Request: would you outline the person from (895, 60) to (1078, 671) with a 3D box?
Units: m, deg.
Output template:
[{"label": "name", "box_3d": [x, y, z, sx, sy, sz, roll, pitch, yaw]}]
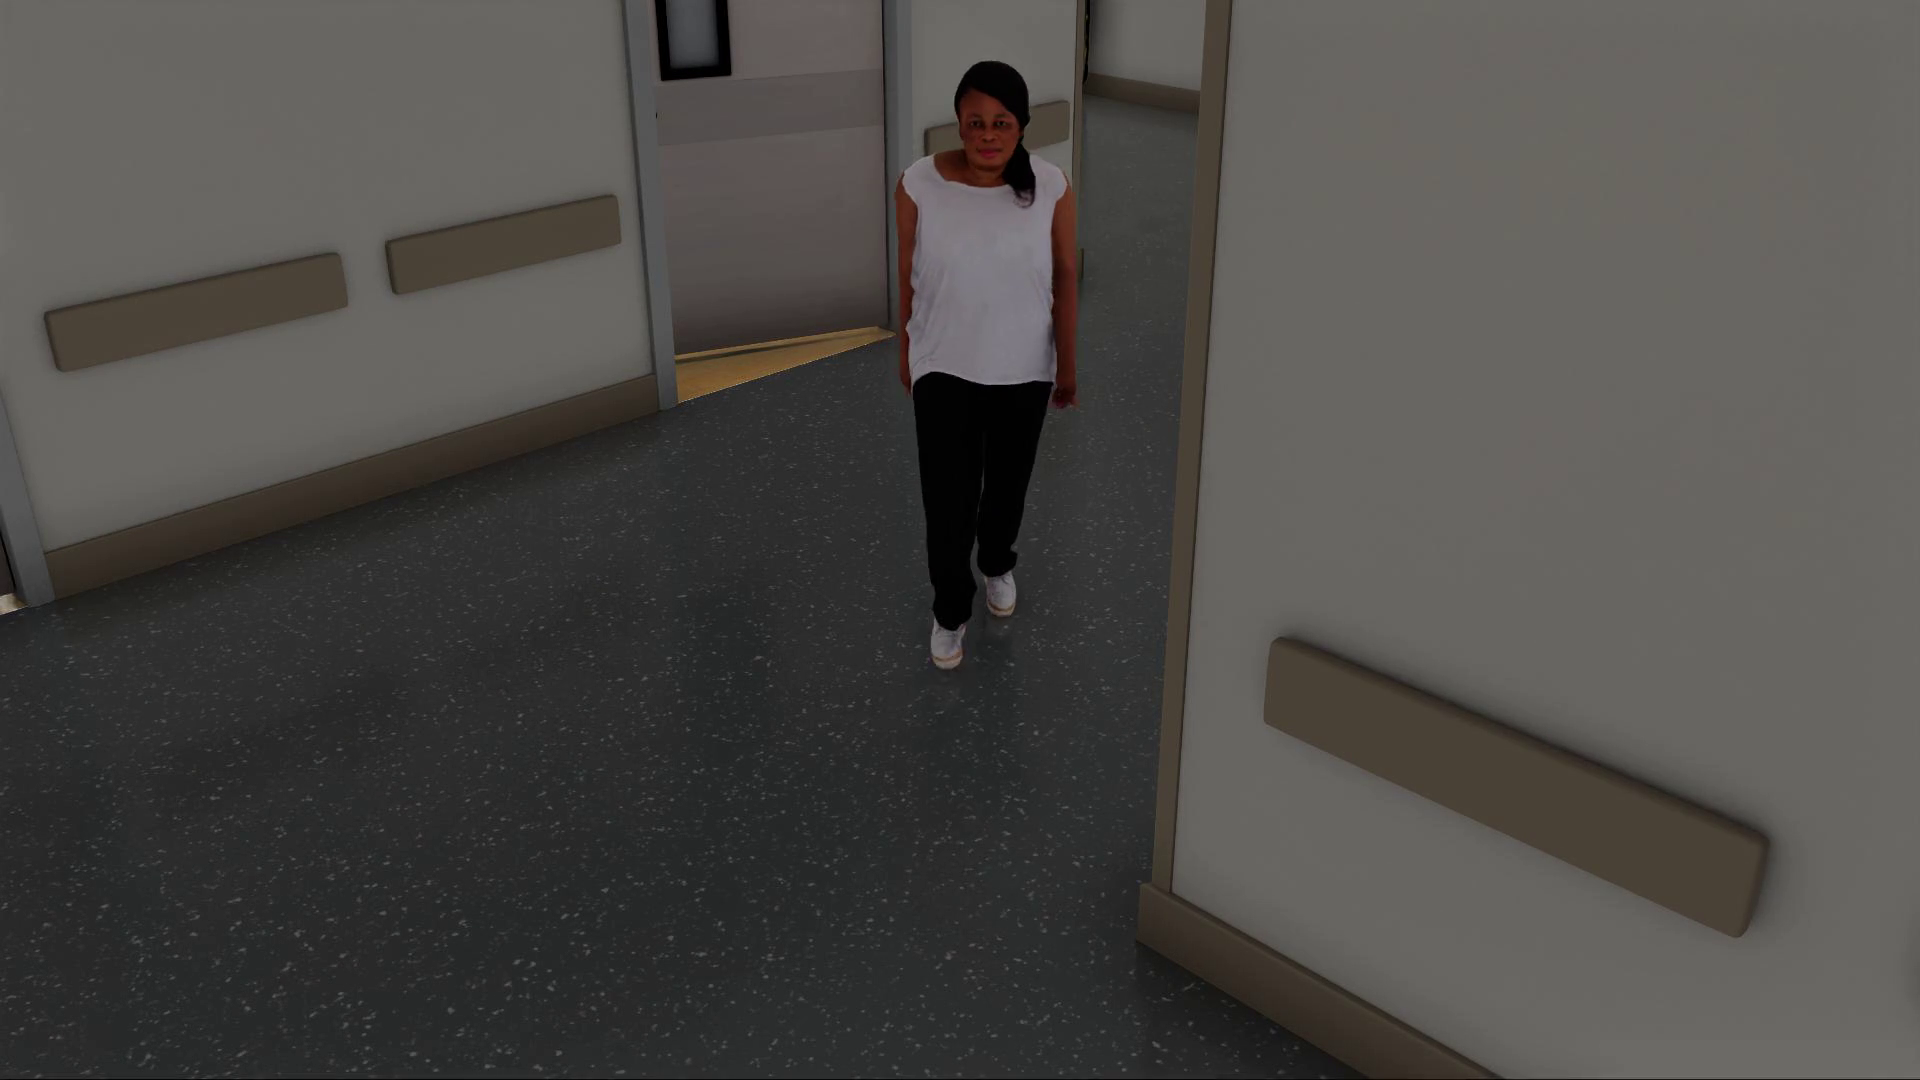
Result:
[{"label": "person", "box_3d": [0.078, -0.539, 4.821, 0.951, 1.668, 1.002, -2, 26, -4]}]
